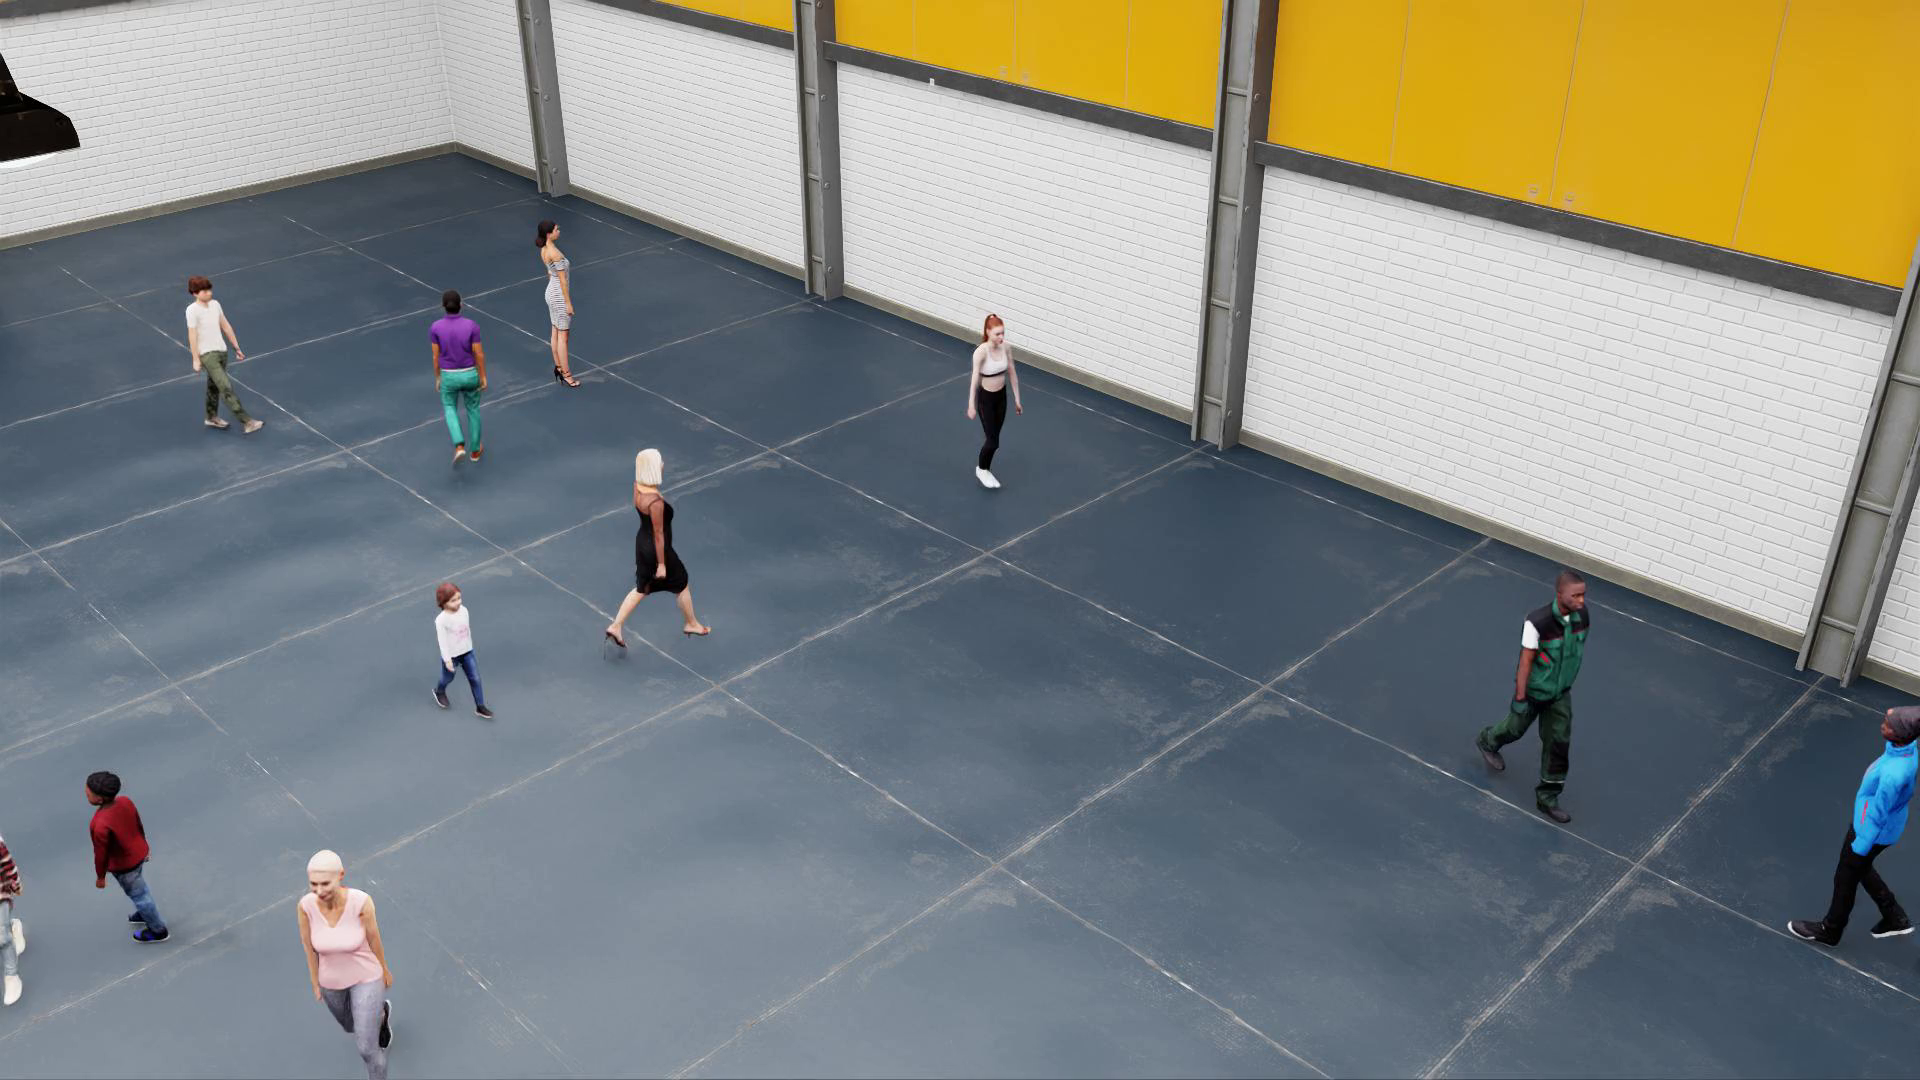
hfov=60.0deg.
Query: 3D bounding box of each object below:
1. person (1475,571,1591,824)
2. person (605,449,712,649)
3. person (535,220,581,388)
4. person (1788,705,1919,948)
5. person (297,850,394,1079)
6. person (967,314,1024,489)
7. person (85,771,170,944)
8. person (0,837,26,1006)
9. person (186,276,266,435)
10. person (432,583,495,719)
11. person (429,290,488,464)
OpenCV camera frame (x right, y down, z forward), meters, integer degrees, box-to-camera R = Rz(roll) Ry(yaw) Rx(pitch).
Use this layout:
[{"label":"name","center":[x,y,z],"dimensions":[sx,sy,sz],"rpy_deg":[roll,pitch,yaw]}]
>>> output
[{"label":"person","center":[3.886,0.970,11.277],"dimensions":[1.033,1.804,1.292],"rpy_deg":[-13,31,-22]},{"label":"person","center":[-2.445,0.123,12.932],"dimensions":[0.797,1.707,1.066],"rpy_deg":[-19,34,-30]},{"label":"person","center":[-4.271,-2.518,17.652],"dimensions":[0.705,1.822,0.559],"rpy_deg":[-15,32,-26]},{"label":"person","center":[5.506,1.748,9.871],"dimensions":[0.915,1.784,0.715],"rpy_deg":[19,34,30]},{"label":"person","center":[-3.247,2.306,8.940],"dimensions":[1.017,1.697,1.087],"rpy_deg":[0,29,-1]},{"label":"person","center":[0.237,-1.311,15.534],"dimensions":[0.635,1.732,0.602],"rpy_deg":[-24,37,-36]},{"label":"person","center":[-4.999,1.934,10.096],"dimensions":[0.668,1.241,0.609],"rpy_deg":[1,29,1]},{"label":"person","center":[-5.752,2.049,9.843],"dimensions":[0.785,1.284,0.982],"rpy_deg":[-8,30,-15]},{"label":"person","center":[-7.537,-1.854,16.642],"dimensions":[1.141,1.624,0.890],"rpy_deg":[10,30,18]},{"label":"person","center":[-3.771,0.806,12.320],"dimensions":[0.800,1.093,0.483],"rpy_deg":[22,36,35]},{"label":"person","center":[-4.781,-1.518,15.885],"dimensions":[0.869,1.760,0.966],"rpy_deg":[-7,29,-12]}]
